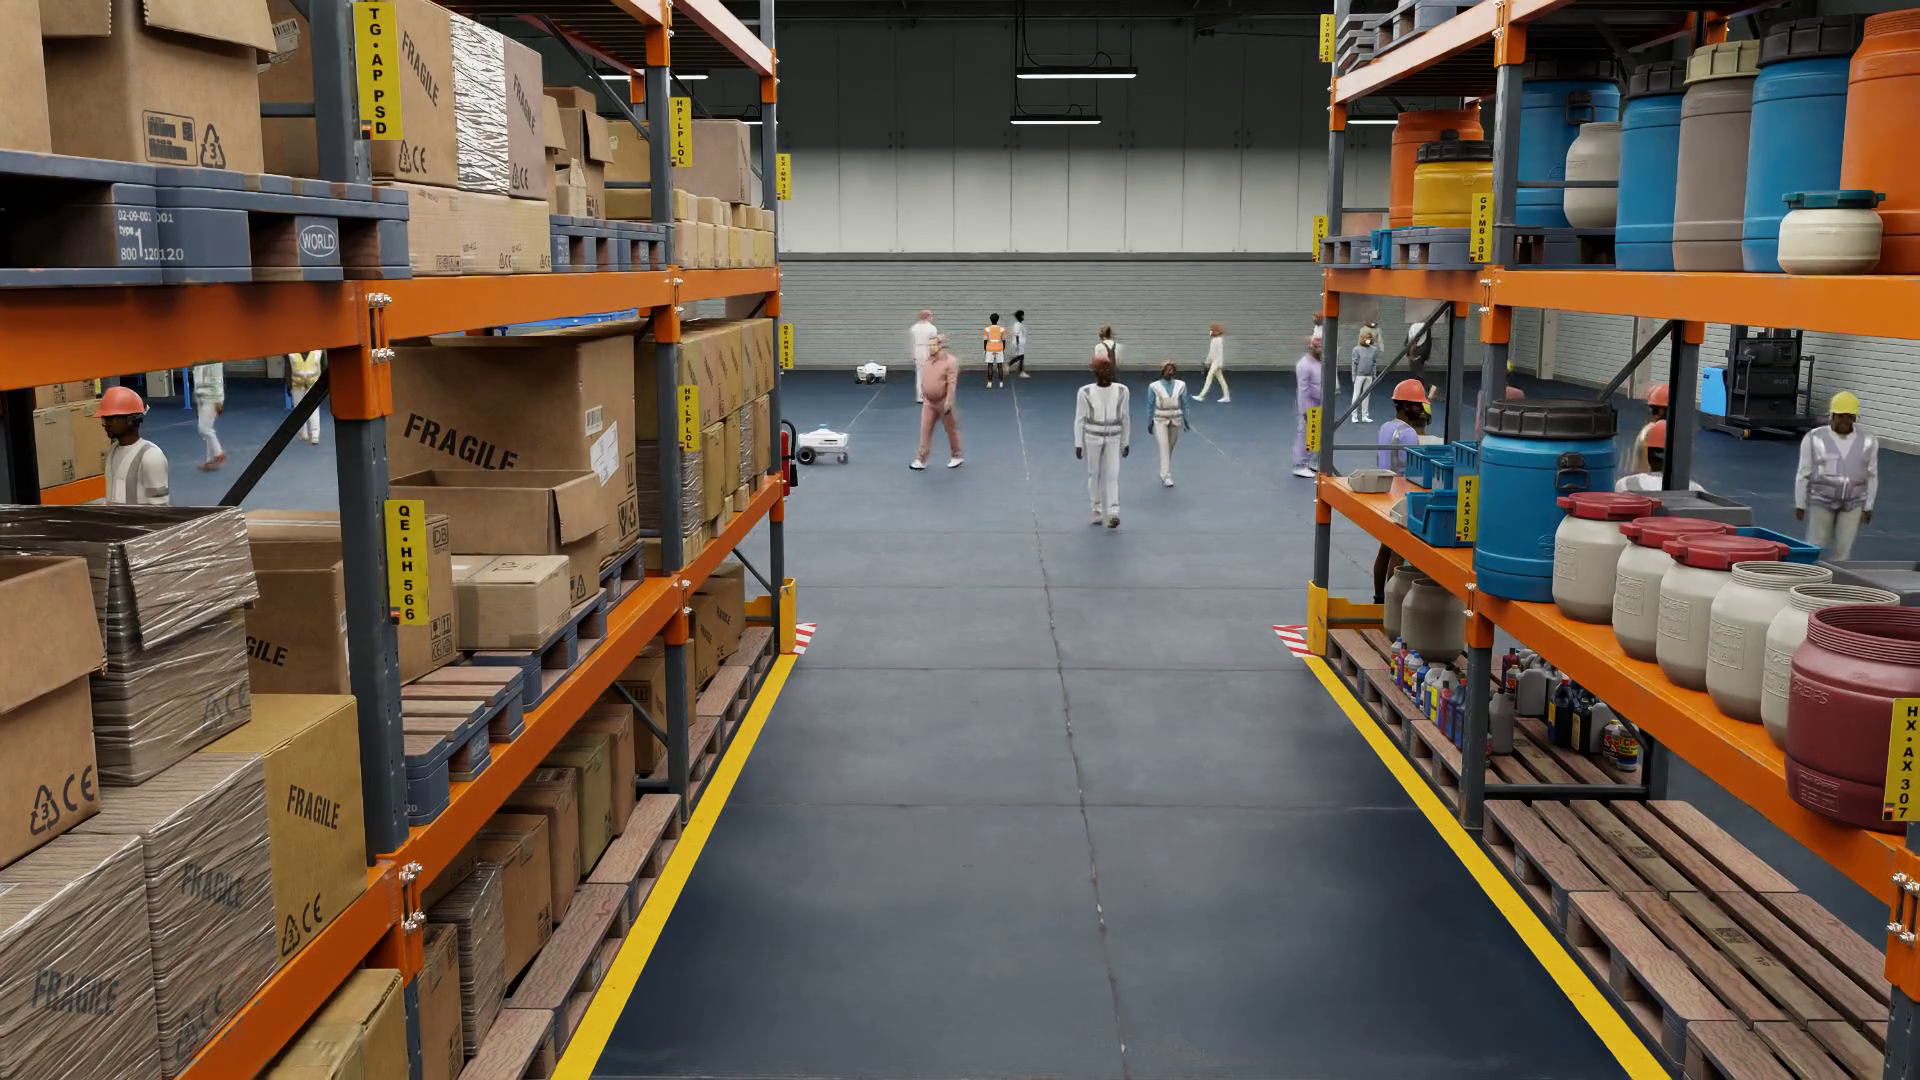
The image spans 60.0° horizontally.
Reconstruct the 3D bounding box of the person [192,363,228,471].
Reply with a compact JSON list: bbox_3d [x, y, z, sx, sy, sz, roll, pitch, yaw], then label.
[{"bbox_3d":[-10.312,-1.902,22.753,0.650,1.931,0.454,8,13,41],"label":"person"}]

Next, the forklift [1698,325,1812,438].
[{"bbox_3d":[13.248,-3.165,27.620,1.129,2.768,1.873,0,9,1],"label":"forklift"}]

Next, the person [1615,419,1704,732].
[{"bbox_3d":[4.262,0.211,10.238,0.560,1.902,0.960,1,10,5],"label":"person"}]

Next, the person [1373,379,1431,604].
[{"bbox_3d":[3.503,-0.306,13.192,0.368,1.933,0.551,-2,10,-9],"label":"person"}]

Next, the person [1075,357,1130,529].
[{"bbox_3d":[1.538,-1.045,17.926,0.607,1.824,0.991,0,9,-1],"label":"person"}]

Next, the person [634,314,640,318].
[{"bbox_3d":[-5.918,-3.205,30.622,0.634,1.915,0.760,0,9,-2],"label":"person"}]

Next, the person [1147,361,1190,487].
[{"bbox_3d":[2.675,-1.519,21.468,0.516,1.597,0.877,-2,10,-11],"label":"person"}]

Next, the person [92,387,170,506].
[{"bbox_3d":[-5.448,0.012,10.968,0.611,2.043,0.375,7,12,34],"label":"person"}]

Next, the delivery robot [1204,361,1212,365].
[{"bbox_3d":[6.302,-4.500,41.513,0.335,0.223,0.698,4,10,23],"label":"delivery robot"}]

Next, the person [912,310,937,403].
[{"bbox_3d":[-0.654,-3.744,33.935,0.657,1.889,0.634,7,11,34],"label":"person"}]

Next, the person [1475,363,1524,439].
[{"bbox_3d":[6.311,-1.247,19.461,0.543,1.715,0.931,3,10,15],"label":"person"}]

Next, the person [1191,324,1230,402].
[{"bbox_3d":[5.156,-3.603,33.981,0.872,1.587,0.509,-1,9,-3],"label":"person"}]

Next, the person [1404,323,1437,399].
[{"bbox_3d":[9.565,-3.884,34.440,0.819,2.000,0.690,9,13,44],"label":"person"}]

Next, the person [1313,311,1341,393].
[{"bbox_3d":[7.834,-4.032,35.918,1.069,1.800,0.583,-3,10,-20],"label":"person"}]

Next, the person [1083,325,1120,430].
[{"bbox_3d":[2.394,-2.693,27.872,0.518,1.808,0.891,-5,11,-26],"label":"person"}]

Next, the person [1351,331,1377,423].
[{"bbox_3d":[7.232,-2.919,29.748,0.502,1.632,0.279,-3,10,-18],"label":"person"}]

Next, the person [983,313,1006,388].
[{"bbox_3d":[0.787,-4.313,37.906,0.539,1.695,0.318,-1,10,-8],"label":"person"}]

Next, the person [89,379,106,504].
[{"bbox_3d":[-7.794,-0.579,15.026,1.014,1.877,0.604,3,10,19],"label":"person"}]

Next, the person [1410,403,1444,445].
[{"bbox_3d":[3.722,-0.289,13.606,0.533,1.765,0.329,1,10,5],"label":"person"}]

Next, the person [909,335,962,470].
[{"bbox_3d":[-0.305,-1.906,23.015,0.638,1.858,0.999,6,11,31],"label":"person"}]

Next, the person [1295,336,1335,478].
[{"bbox_3d":[4.728,-1.765,22.081,0.587,1.884,0.673,9,13,43],"label":"person"}]

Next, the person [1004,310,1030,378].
[{"bbox_3d":[1.412,-4.880,41.363,0.625,1.679,0.540,2,10,14],"label":"person"}]

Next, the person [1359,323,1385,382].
[{"bbox_3d":[9.658,-4.446,38.985,0.530,1.582,0.838,-1,10,-9],"label":"person"}]

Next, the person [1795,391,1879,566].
[{"bbox_3d":[7.226,-0.335,13.740,0.593,1.813,0.540,3,10,15],"label":"person"}]

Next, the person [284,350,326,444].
[{"bbox_3d":[-10.399,-2.460,26.454,0.617,1.819,0.824,-3,10,-19],"label":"person"}]

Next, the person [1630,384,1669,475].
[{"bbox_3d":[5.585,-0.321,13.452,1.004,1.883,0.564,5,11,27],"label":"person"}]

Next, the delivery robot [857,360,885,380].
[{"bbox_3d":[-2.094,-4.011,39.358,0.477,0.478,0.707,9,13,41],"label":"delivery robot"}]

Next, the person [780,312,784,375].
[{"bbox_3d":[-4.672,-5.106,41.968,0.385,1.925,0.591,5,10,25],"label":"person"}]

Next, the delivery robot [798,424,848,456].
[{"bbox_3d":[-1.958,-1.409,23.772,0.707,0.478,0.477,0,10,-1],"label":"delivery robot"}]
